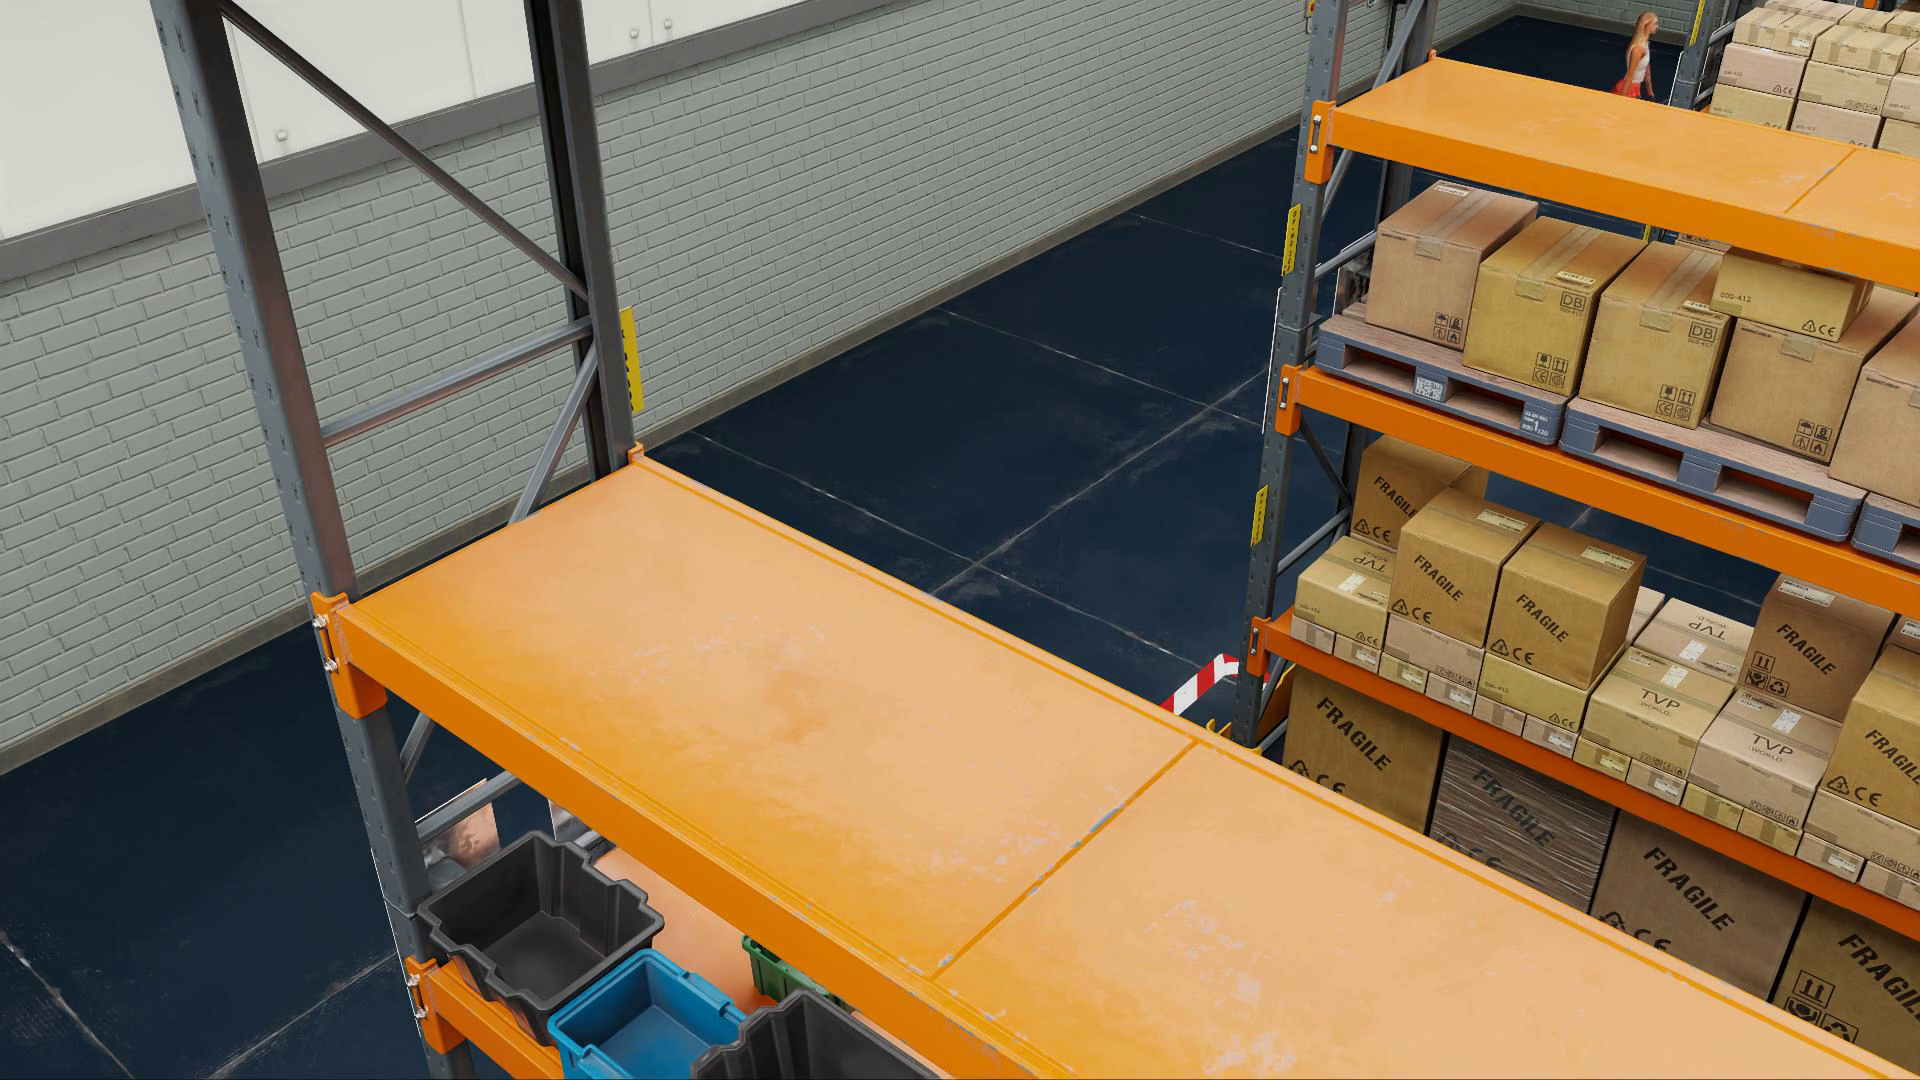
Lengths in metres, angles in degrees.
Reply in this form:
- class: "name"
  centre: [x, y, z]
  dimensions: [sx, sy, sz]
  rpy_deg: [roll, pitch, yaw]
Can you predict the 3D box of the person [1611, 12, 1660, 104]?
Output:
- class: "person"
  centre: [6.871, -4.610, 17.388]
  dimensions: [1.305, 1.750, 0.857]
  rpy_deg: [14, 36, 21]
